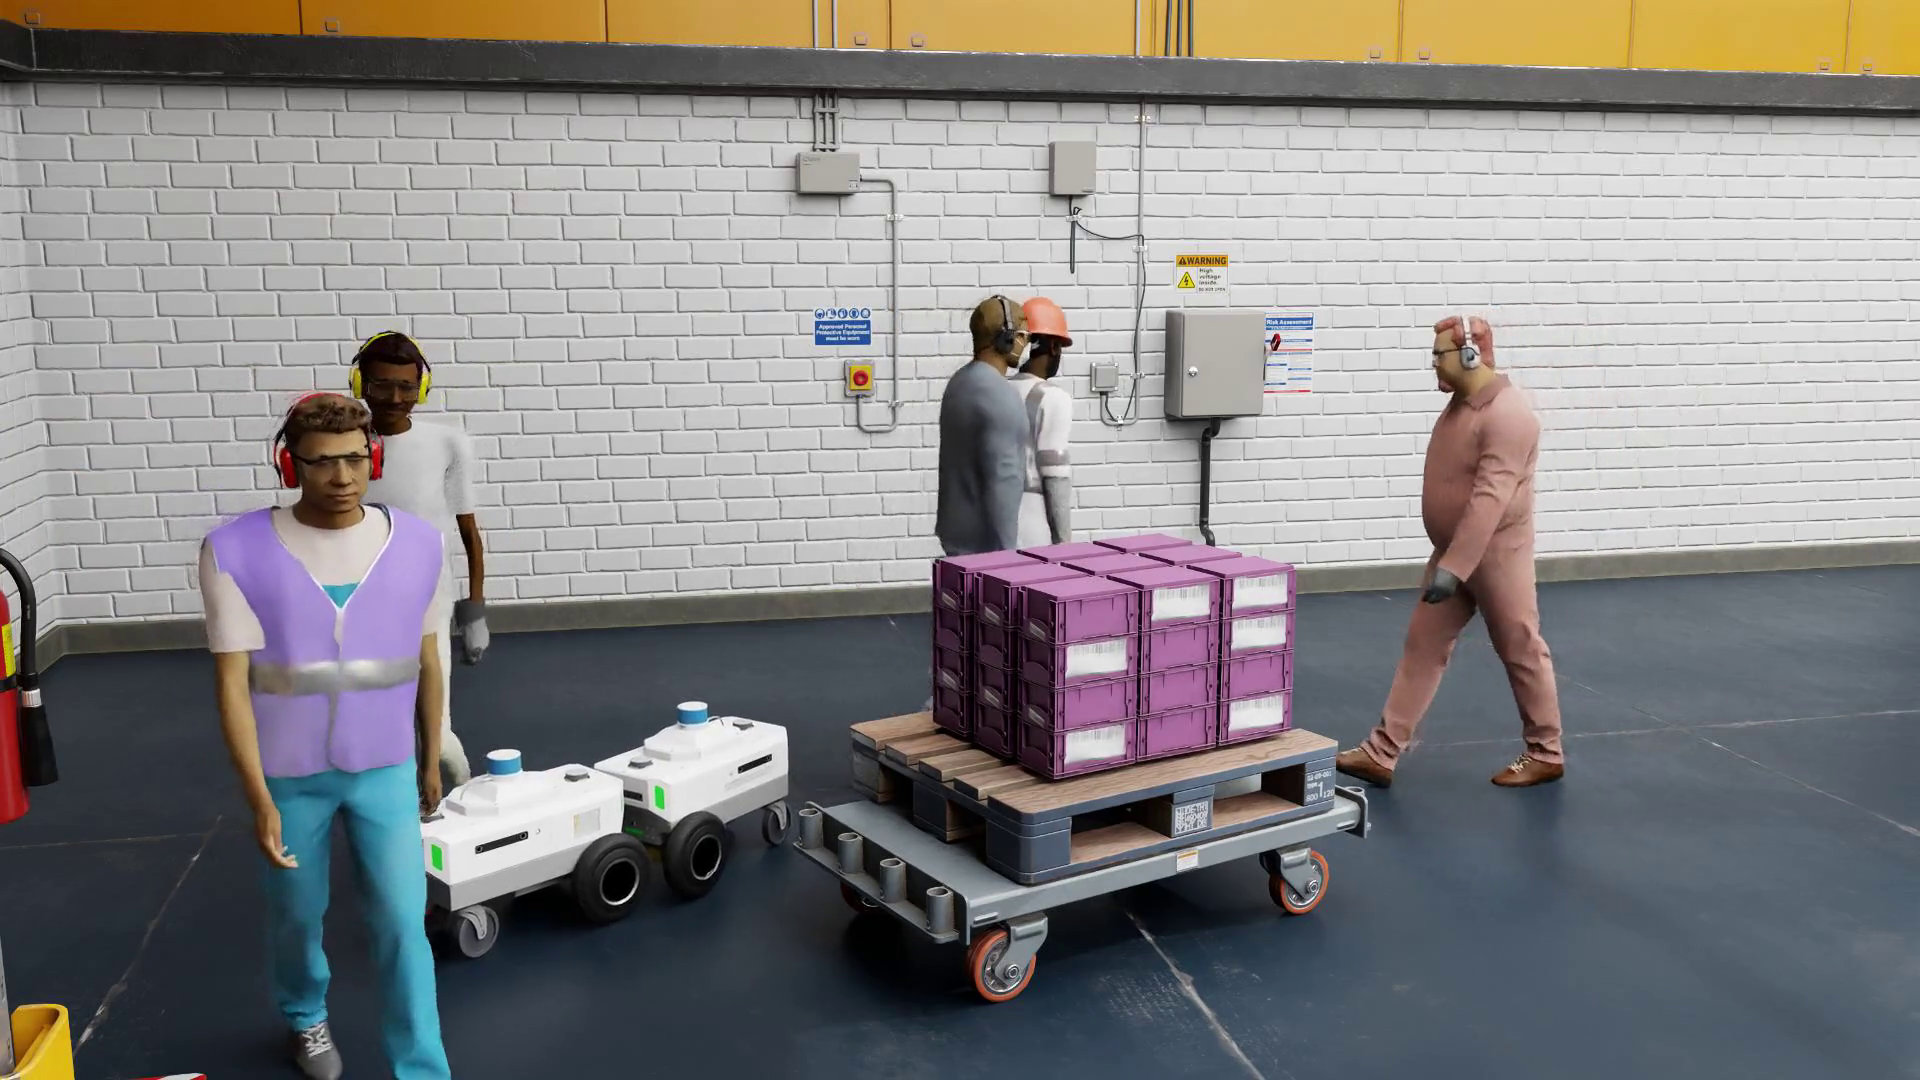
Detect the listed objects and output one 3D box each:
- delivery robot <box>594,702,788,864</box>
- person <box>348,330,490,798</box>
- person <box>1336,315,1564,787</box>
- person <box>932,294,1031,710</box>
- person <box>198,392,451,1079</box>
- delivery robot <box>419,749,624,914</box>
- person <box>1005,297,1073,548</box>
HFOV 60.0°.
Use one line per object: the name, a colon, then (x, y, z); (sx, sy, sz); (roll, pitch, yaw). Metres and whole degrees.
delivery robot: (-0.905, 0.796, 5.679); (0.477, 0.478, 0.707); (6, 12, 32)
person: (-1.818, 0.248, 5.388); (0.543, 1.853, 0.454); (0, 10, 0)
person: (1.929, 0.067, 6.395); (1.010, 1.839, 0.627); (-2, 10, -11)
person: (0.066, 0.018, 6.471); (0.481, 1.923, 0.645); (-3, 11, -17)
person: (-1.488, 0.534, 3.971); (0.556, 1.796, 0.933); (-6, 12, -31)
delivery robot: (-1.401, 0.892, 5.146); (0.477, 0.478, 0.707); (9, 14, 42)
person: (0.306, -0.018, 6.722); (0.778, 1.896, 0.570); (-7, 13, -35)
